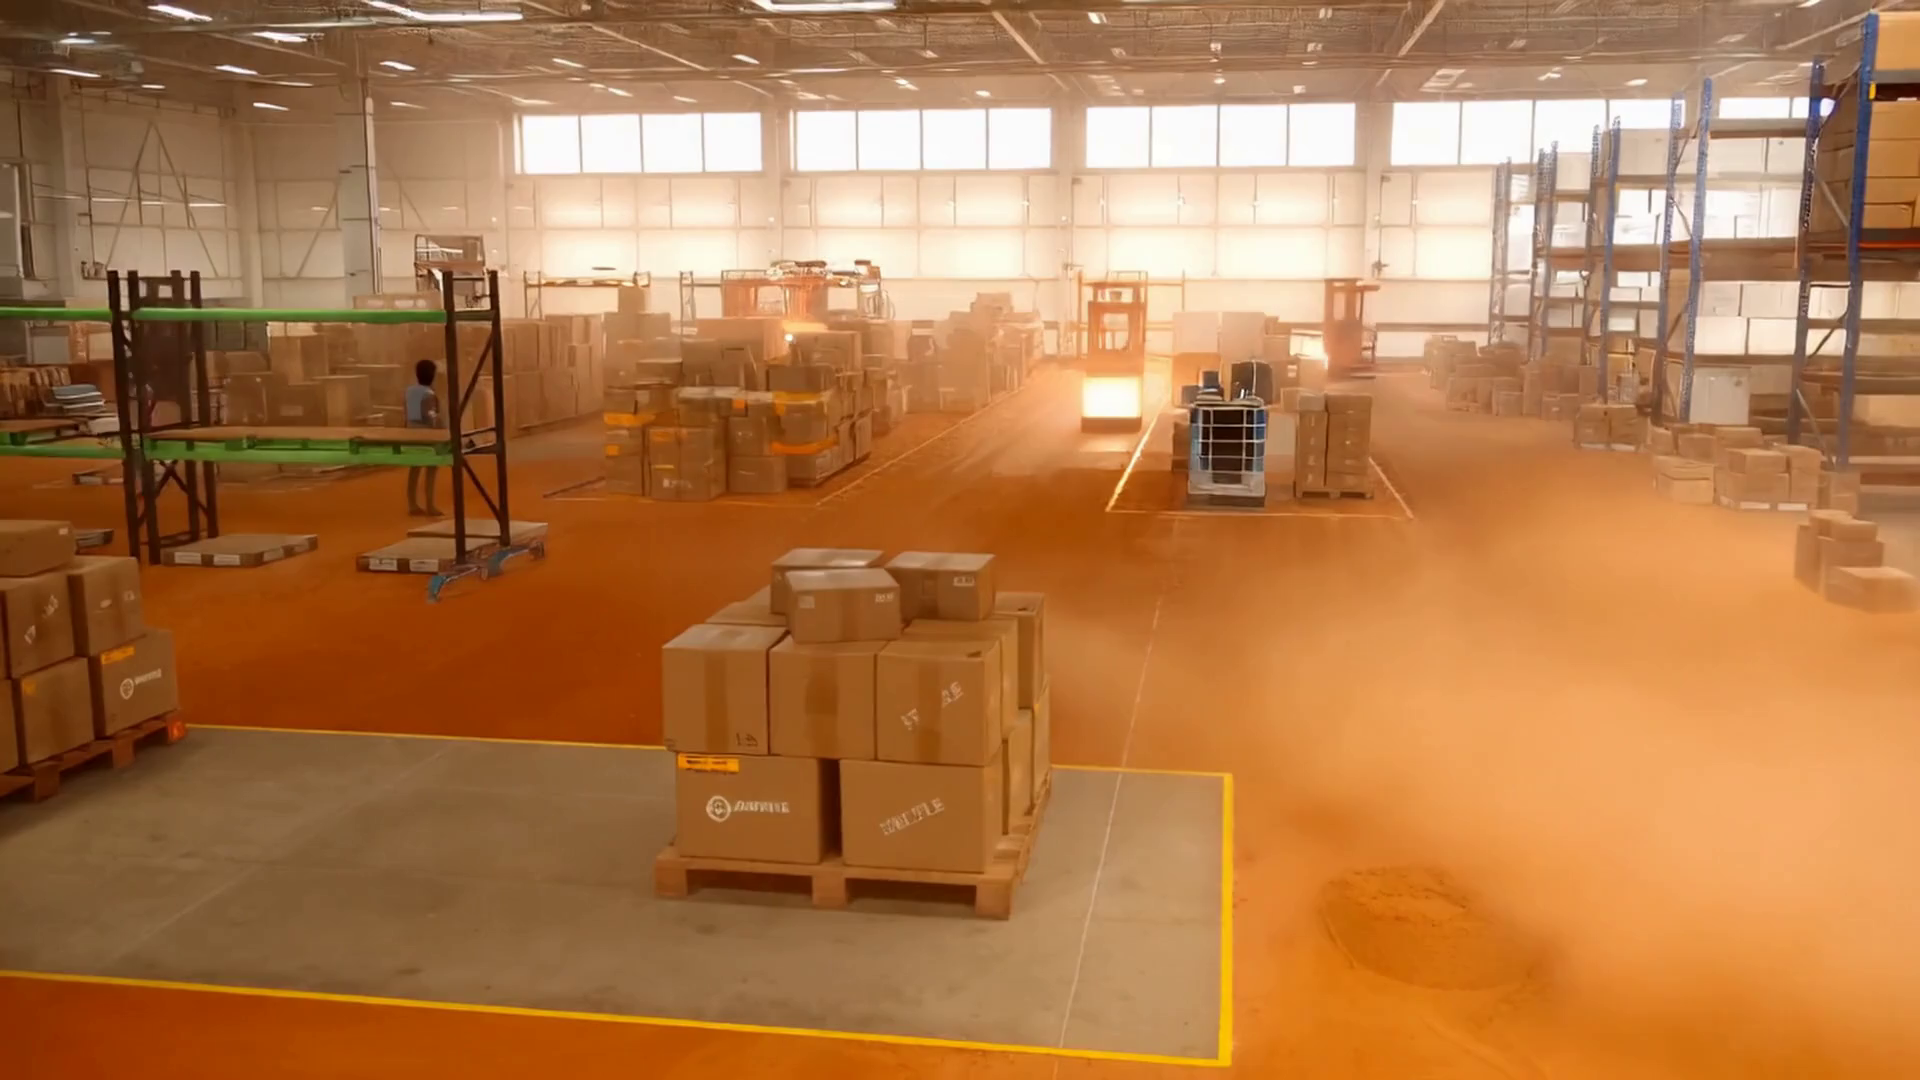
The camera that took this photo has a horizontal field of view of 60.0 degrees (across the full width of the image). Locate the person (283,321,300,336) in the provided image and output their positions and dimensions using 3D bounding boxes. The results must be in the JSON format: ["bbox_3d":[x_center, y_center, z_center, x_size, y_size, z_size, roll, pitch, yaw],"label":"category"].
[{"bbox_3d":[-20.020,-5.990,49.924,0.341,1.882,0.586,8,12,42],"label":"person"}]

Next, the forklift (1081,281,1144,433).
[{"bbox_3d":[2.903,-3.489,31.435,1.129,2.768,1.873,1,9,9],"label":"forklift"}]

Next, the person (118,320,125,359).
[{"bbox_3d":[-25.957,-6.092,51.340,0.317,1.629,0.509,-1,9,-7],"label":"person"}]

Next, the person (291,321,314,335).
[{"bbox_3d":[-17.224,-5.011,43.715,0.635,1.937,0.354,0,9,2],"label":"person"}]

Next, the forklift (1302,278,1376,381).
[{"bbox_3d":[10.411,-5.814,45.773,1.129,2.768,1.873,-5,11,-30],"label":"forklift"}]

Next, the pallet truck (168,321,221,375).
[{"bbox_3d":[-21.869,-5.598,47.154,0.823,1.965,1.885,4,10,26],"label":"pallet truck"}]

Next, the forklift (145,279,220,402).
[{"bbox_3d":[-18.365,-4.671,38.725,1.129,2.768,1.873,3,10,16],"label":"forklift"}]

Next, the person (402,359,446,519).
[{"bbox_3d":[-6.563,-1.231,20.368,0.606,1.957,0.385,6,11,33],"label":"person"}]

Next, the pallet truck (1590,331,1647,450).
[{"bbox_3d":[11.253,-2.573,28.499,0.823,1.965,1.885,5,10,27],"label":"pallet truck"}]

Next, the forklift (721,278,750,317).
[{"bbox_3d":[-6.057,-5.694,45.033,1.873,2.768,1.129,4,10,26],"label":"forklift"}]

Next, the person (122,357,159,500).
[{"bbox_3d":[-10.831,-1.459,21.928,0.467,1.900,0.624,-6,11,-32],"label":"person"}]
